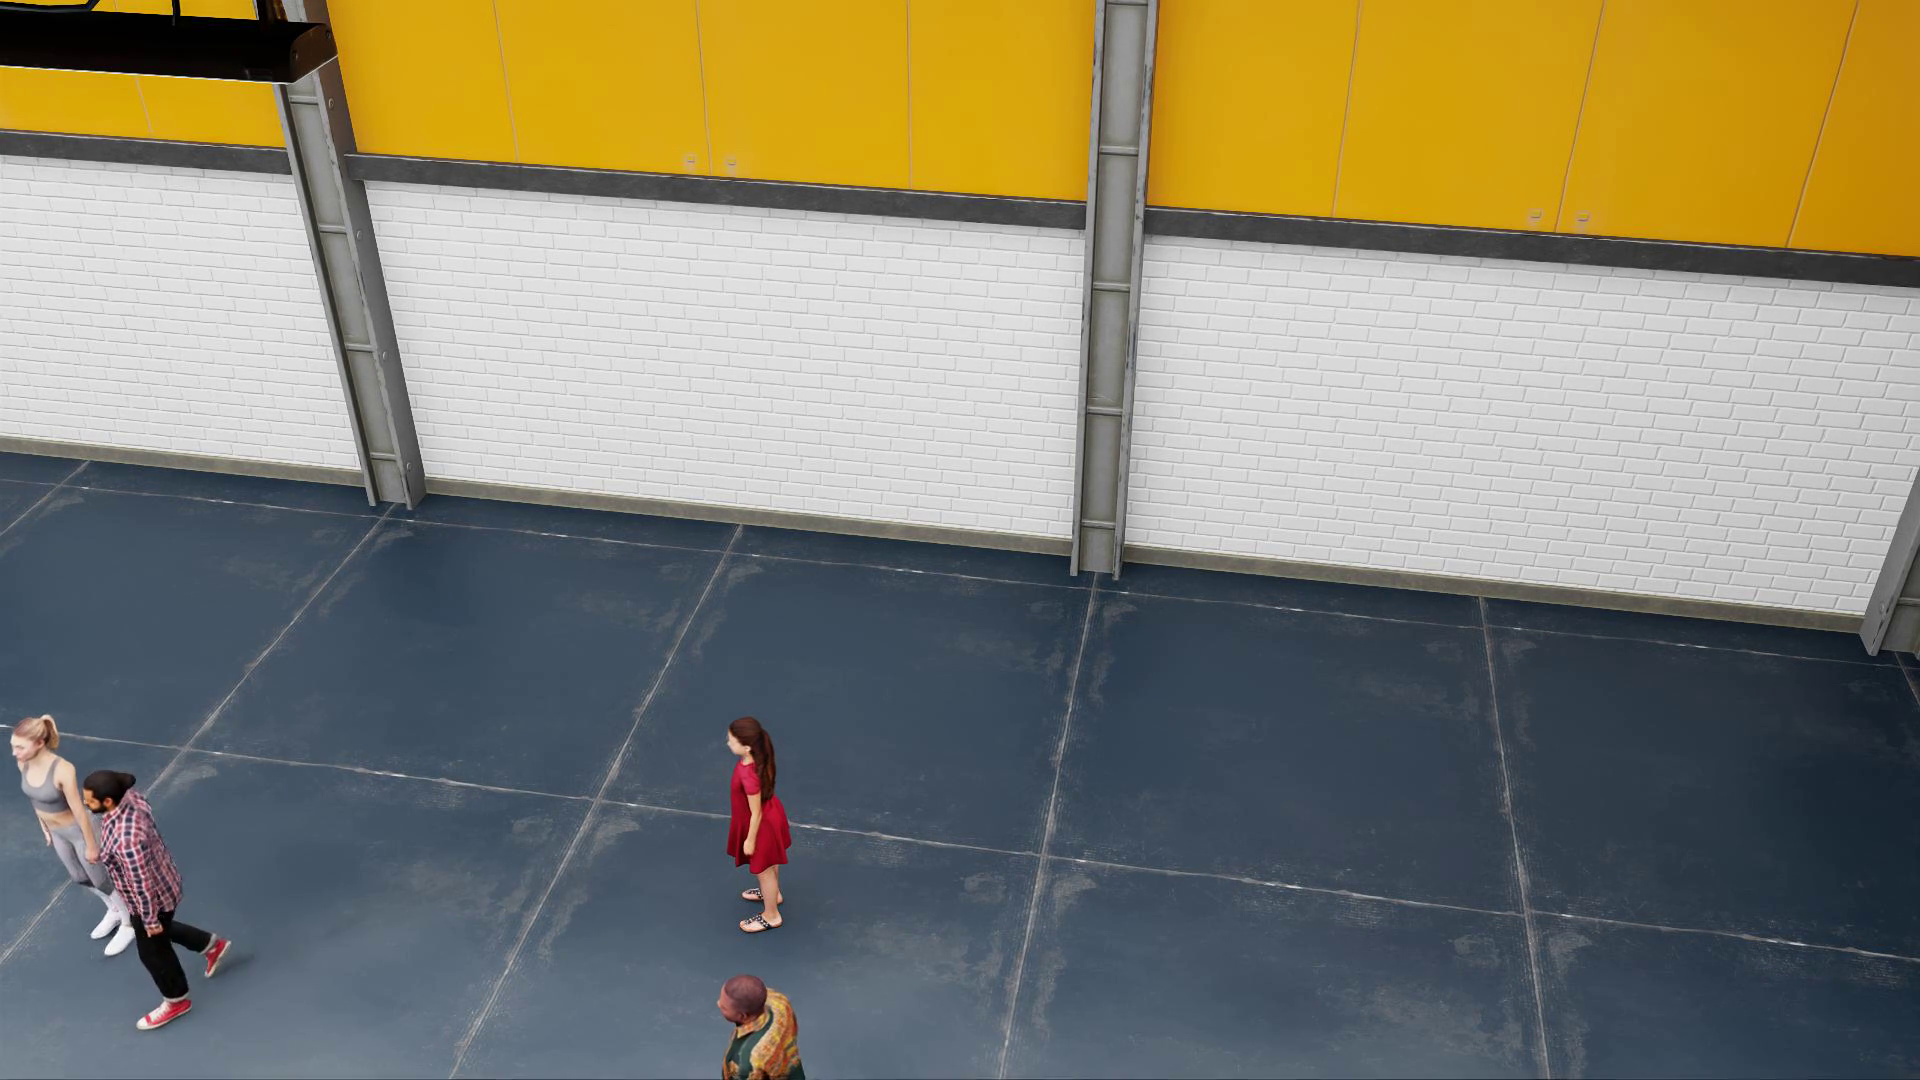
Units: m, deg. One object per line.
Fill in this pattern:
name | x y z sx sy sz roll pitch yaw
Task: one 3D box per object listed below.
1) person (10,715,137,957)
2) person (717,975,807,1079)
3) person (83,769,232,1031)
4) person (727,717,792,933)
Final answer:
person | -5.104 1.683 9.632 0.555 1.700 0.660 12 36 18
person | -0.863 2.725 7.981 0.748 1.794 0.676 6 34 10
person | -4.469 1.917 9.232 0.991 1.753 0.925 -18 38 -25
person | -1.188 1.649 9.814 0.660 1.556 0.598 -2 34 -2
